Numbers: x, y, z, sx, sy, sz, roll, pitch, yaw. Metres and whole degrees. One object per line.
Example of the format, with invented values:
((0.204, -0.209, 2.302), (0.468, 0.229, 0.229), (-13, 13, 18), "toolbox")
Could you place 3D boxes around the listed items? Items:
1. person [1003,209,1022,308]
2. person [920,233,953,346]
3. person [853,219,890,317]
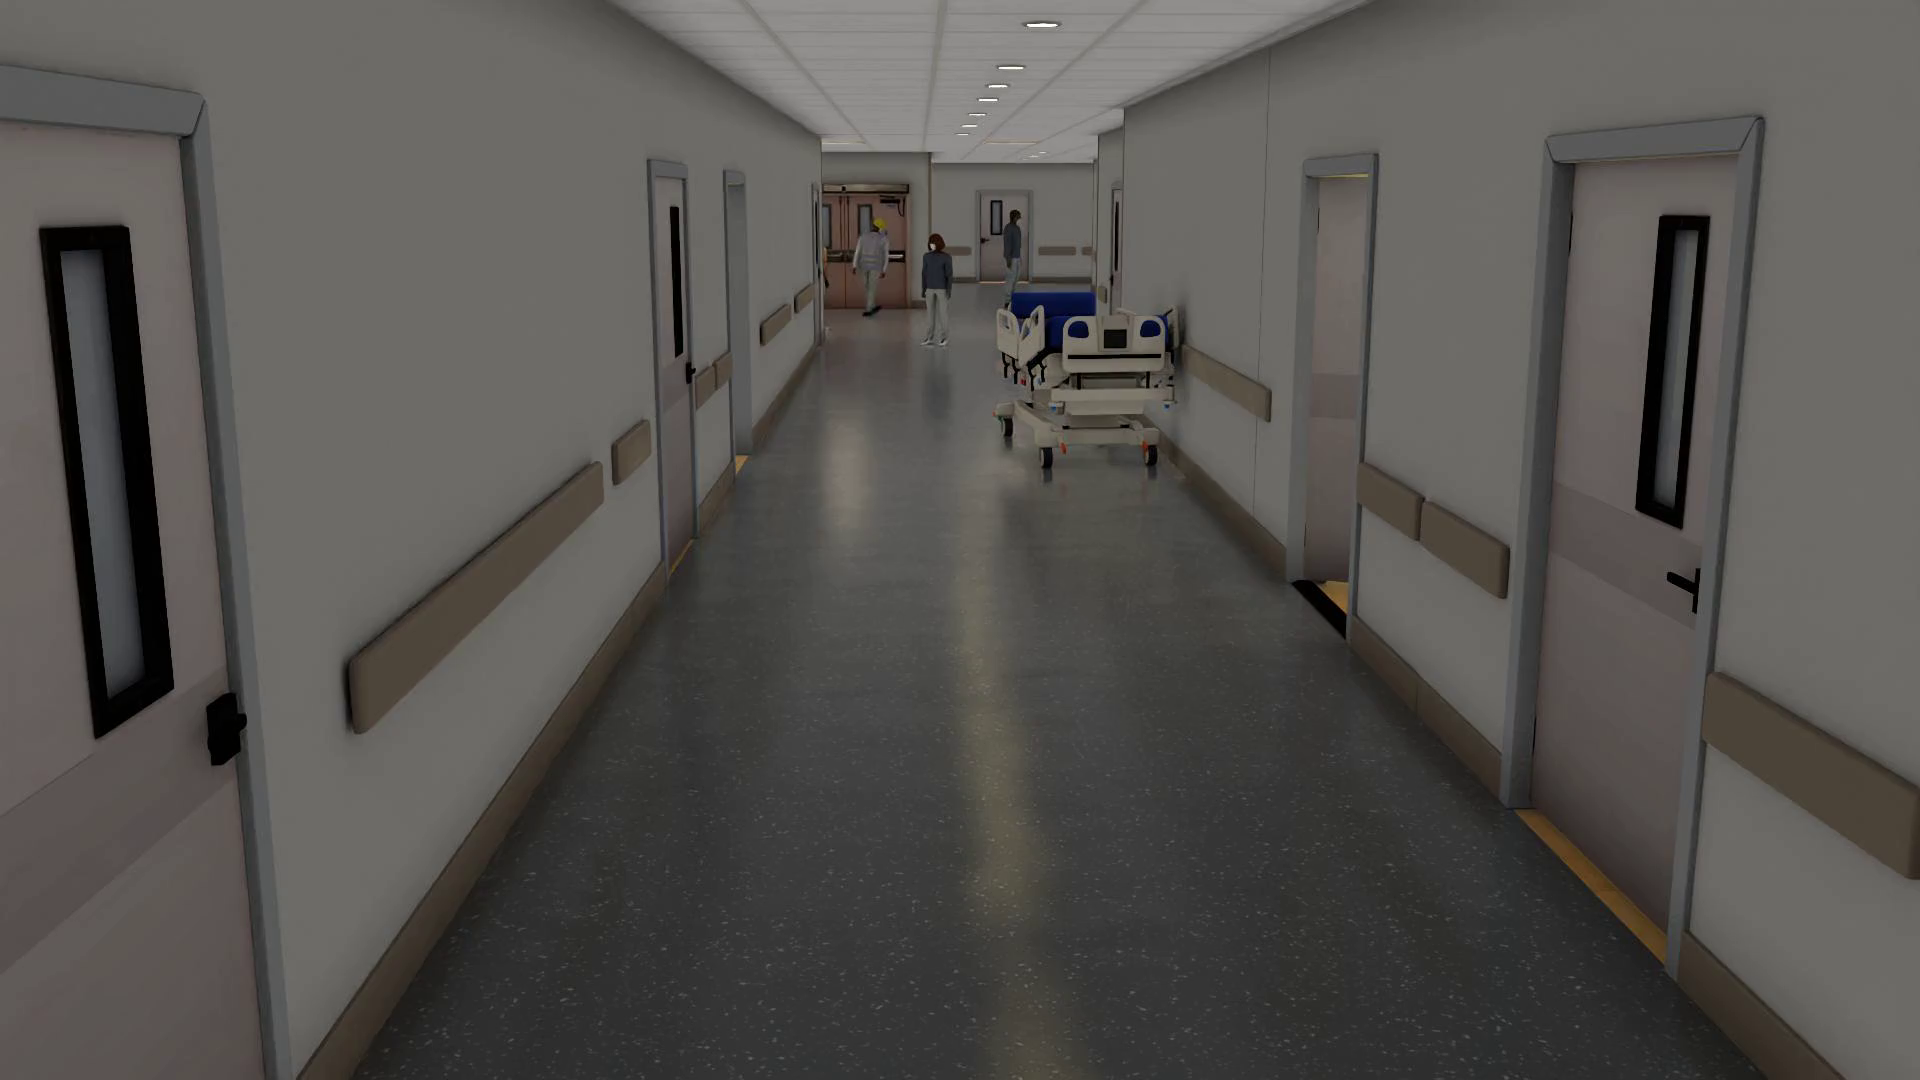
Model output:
((1.044, -5.526, 32.717), (0.386, 1.927, 0.636), (5, 12, 21), "person")
((-0.342, -3.638, 24.220), (0.499, 1.634, 0.285), (7, 13, 29), "person")
((-1.596, -4.988, 30.484), (0.633, 1.768, 0.791), (3, 12, 14), "person")
